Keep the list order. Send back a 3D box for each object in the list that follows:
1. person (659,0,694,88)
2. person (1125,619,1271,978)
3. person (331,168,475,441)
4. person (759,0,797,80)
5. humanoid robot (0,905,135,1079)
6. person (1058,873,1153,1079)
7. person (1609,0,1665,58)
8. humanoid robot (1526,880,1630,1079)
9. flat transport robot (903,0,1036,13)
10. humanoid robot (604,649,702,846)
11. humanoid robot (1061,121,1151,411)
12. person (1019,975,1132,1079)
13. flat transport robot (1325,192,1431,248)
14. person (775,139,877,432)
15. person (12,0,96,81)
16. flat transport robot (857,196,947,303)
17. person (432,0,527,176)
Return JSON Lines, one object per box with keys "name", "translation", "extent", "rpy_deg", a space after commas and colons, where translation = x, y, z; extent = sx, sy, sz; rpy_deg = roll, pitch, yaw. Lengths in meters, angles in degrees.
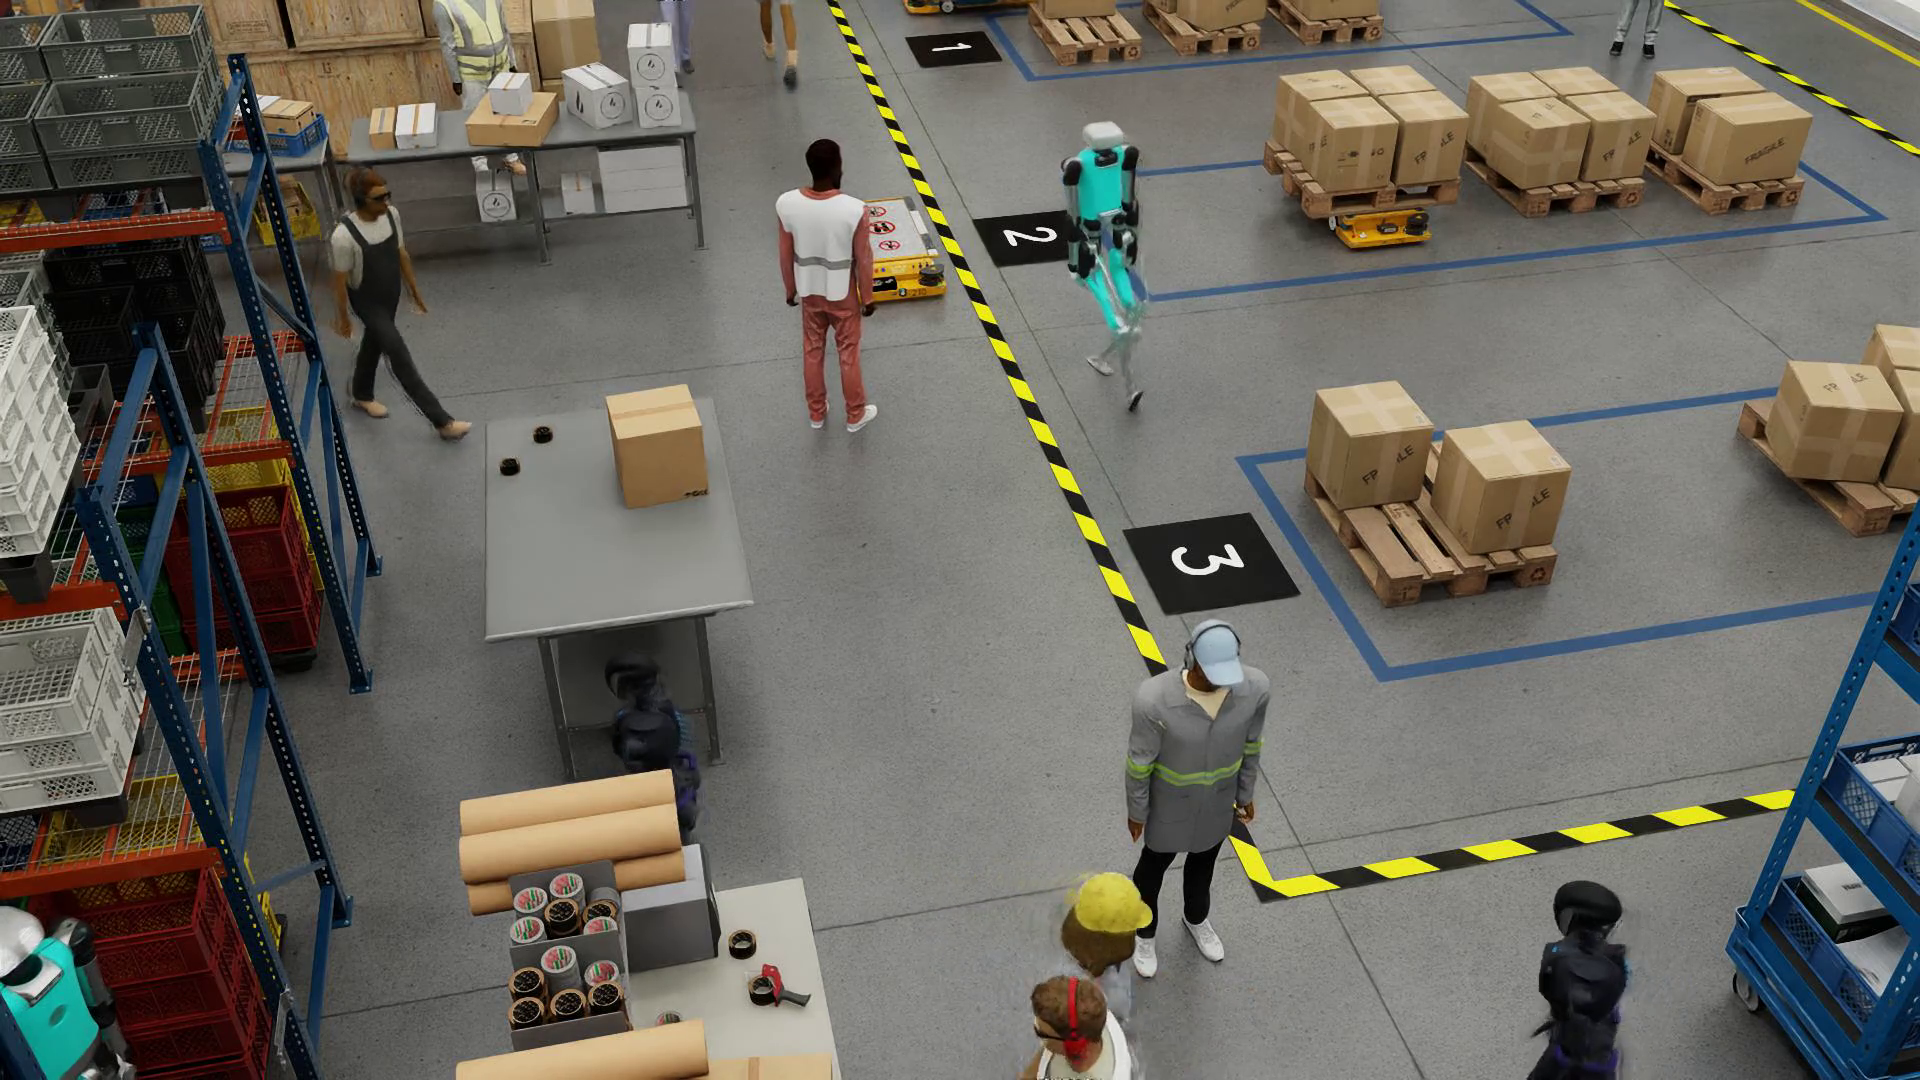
{"name": "person", "translation": [-2.550, -5.006, 15.058], "extent": [0.529, 1.728, 0.783], "rpy_deg": [-13, 38, -16]}
{"name": "person", "translation": [0.955, 1.058, 6.806], "extent": [0.589, 1.852, 0.379], "rpy_deg": [-9, 38, -12]}
{"name": "person", "translation": [-3.549, -1.456, 10.241], "extent": [1.023, 1.777, 0.512], "rpy_deg": [14, 39, 18]}
{"name": "person", "translation": [-1.690, -5.242, 15.157], "extent": [0.614, 2.000, 1.018], "rpy_deg": [-9, 38, -12]}
{"name": "humanoid robot", "translation": [-3.224, 1.847, 5.728], "extent": [0.735, 1.677, 0.533], "rpy_deg": [12, 38, 15]}
{"name": "person", "translation": [0.482, 1.821, 5.910], "extent": [0.854, 1.693, 0.483], "rpy_deg": [13, 38, 16]}
{"name": "person", "translation": [6.520, -5.443, 15.557], "extent": [0.585, 1.835, 0.404], "rpy_deg": [10, 38, 13]}
{"name": "humanoid robot", "translation": [2.260, 1.890, 5.873], "extent": [0.689, 1.633, 0.607], "rpy_deg": [16, 40, 21]}
{"name": "flat transport robot", "translation": [0.116, -5.687, 17.174], "extent": [1.431, 0.197, 0.652], "rpy_deg": [-8, 37, -10]}
{"name": "humanoid robot", "translation": [-1.208, 1.114, 6.882], "extent": [0.369, 1.632, 0.589], "rpy_deg": [0, 37, 0]}
{"name": "humanoid robot", "translation": [1.049, -1.687, 10.630], "extent": [0.549, 1.807, 0.910], "rpy_deg": [-17, 40, -22]}
{"name": "person", "translation": [0.257, 2.060, 5.506], "extent": [0.927, 1.795, 0.567], "rpy_deg": [3, 37, 3]}
{"name": "flat transport robot", "translation": [3.134, -2.740, 13.213], "extent": [0.652, 0.197, 1.431], "rpy_deg": [-8, 37, -10]}
{"name": "person", "translation": [-0.812, -1.534, 10.237], "extent": [0.588, 1.915, 0.399], "rpy_deg": [10, 38, 13]}
{"name": "person", "translation": [-7.411, -4.101, 13.668], "extent": [0.542, 1.939, 0.366], "rpy_deg": [-6, 37, -8]}
{"name": "flat transport robot", "translation": [-0.570, -2.220, 12.538], "extent": [0.659, 0.231, 1.431], "rpy_deg": [-8, 37, -10]}
{"name": "person", "translation": [-3.806, -3.752, 13.283], "extent": [0.429, 1.839, 0.622], "rpy_deg": [28, 45, 32]}
